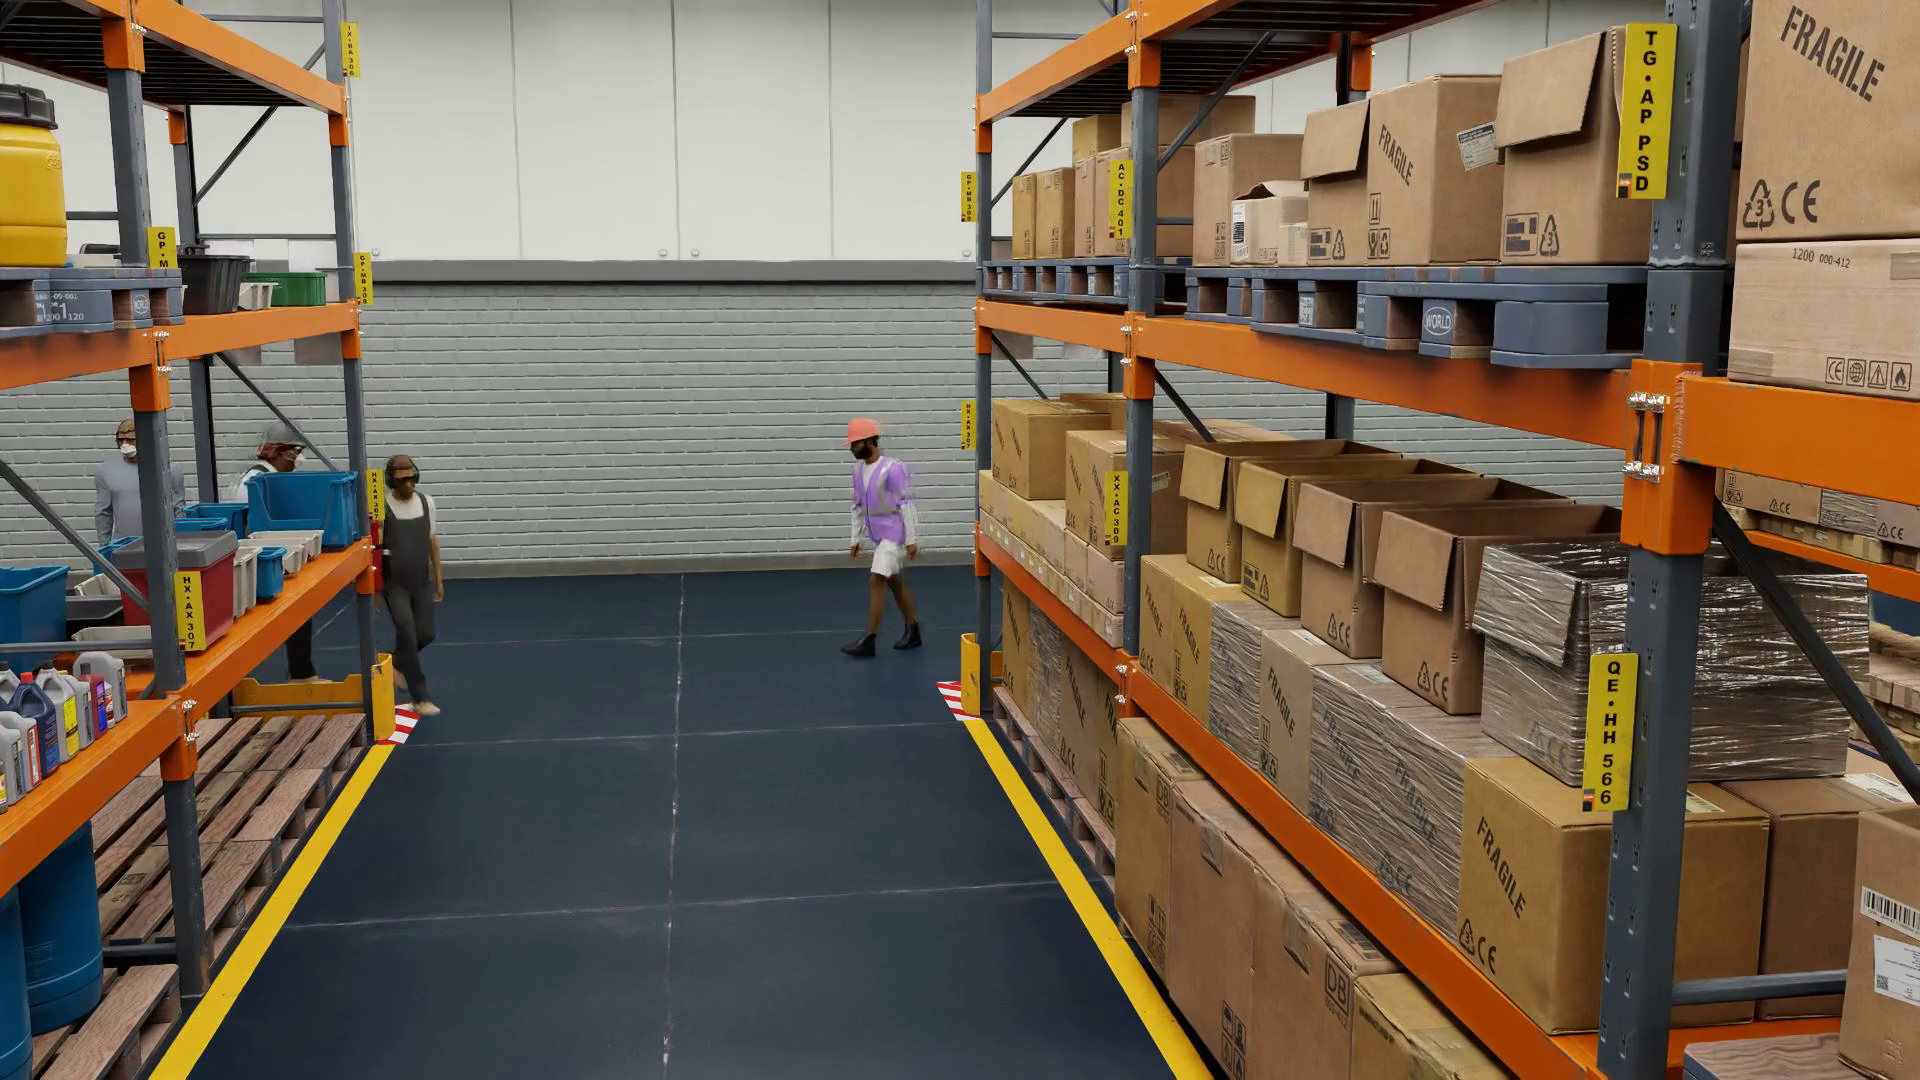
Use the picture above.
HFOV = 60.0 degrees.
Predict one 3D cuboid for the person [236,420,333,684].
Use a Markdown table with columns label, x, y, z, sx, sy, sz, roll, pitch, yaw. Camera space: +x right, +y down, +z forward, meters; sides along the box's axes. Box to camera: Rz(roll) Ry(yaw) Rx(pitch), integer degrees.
| label | x | y | z | sx | sy | sz | roll | pitch | yaw |
| --- | --- | --- | --- | --- | --- | --- | --- | --- | --- |
| person | -4.927 | 0.113 | 11.801 | 0.728 | 2.000 | 0.703 | 1 | 9 | 5 |

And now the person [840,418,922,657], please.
| label | x | y | z | sx | sy | sz | roll | pitch | yaw |
| --- | --- | --- | --- | --- | --- | --- | --- | --- | --- |
| person | -0.663 | -0.022 | 13.136 | 0.925 | 1.873 | 0.550 | -7 | 11 | -35 |

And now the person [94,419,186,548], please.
| label | x | y | z | sx | sy | sz | roll | pitch | yaw |
| --- | --- | --- | --- | --- | --- | --- | --- | --- | --- |
| person | -6.117 | 0.058 | 12.448 | 0.637 | 1.938 | 0.355 | -1 | 9 | -9 |

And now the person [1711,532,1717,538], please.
| label | x | y | z | sx | sy | sz | roll | pitch | yaw |
| --- | --- | --- | --- | --- | --- | --- | --- | --- | --- |
| person | 4.084 | 0.709 | 9.207 | 0.554 | 1.679 | 0.471 | -1 | 9 | -7 |

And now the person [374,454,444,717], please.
| label | x | y | z | sx | sy | sz | roll | pitch | yaw |
| --- | --- | --- | --- | --- | --- | --- | --- | --- | --- |
| person | -3.846 | 0.291 | 11.415 | 0.672 | 1.811 | 0.544 | 8 | 12 | 41 |
